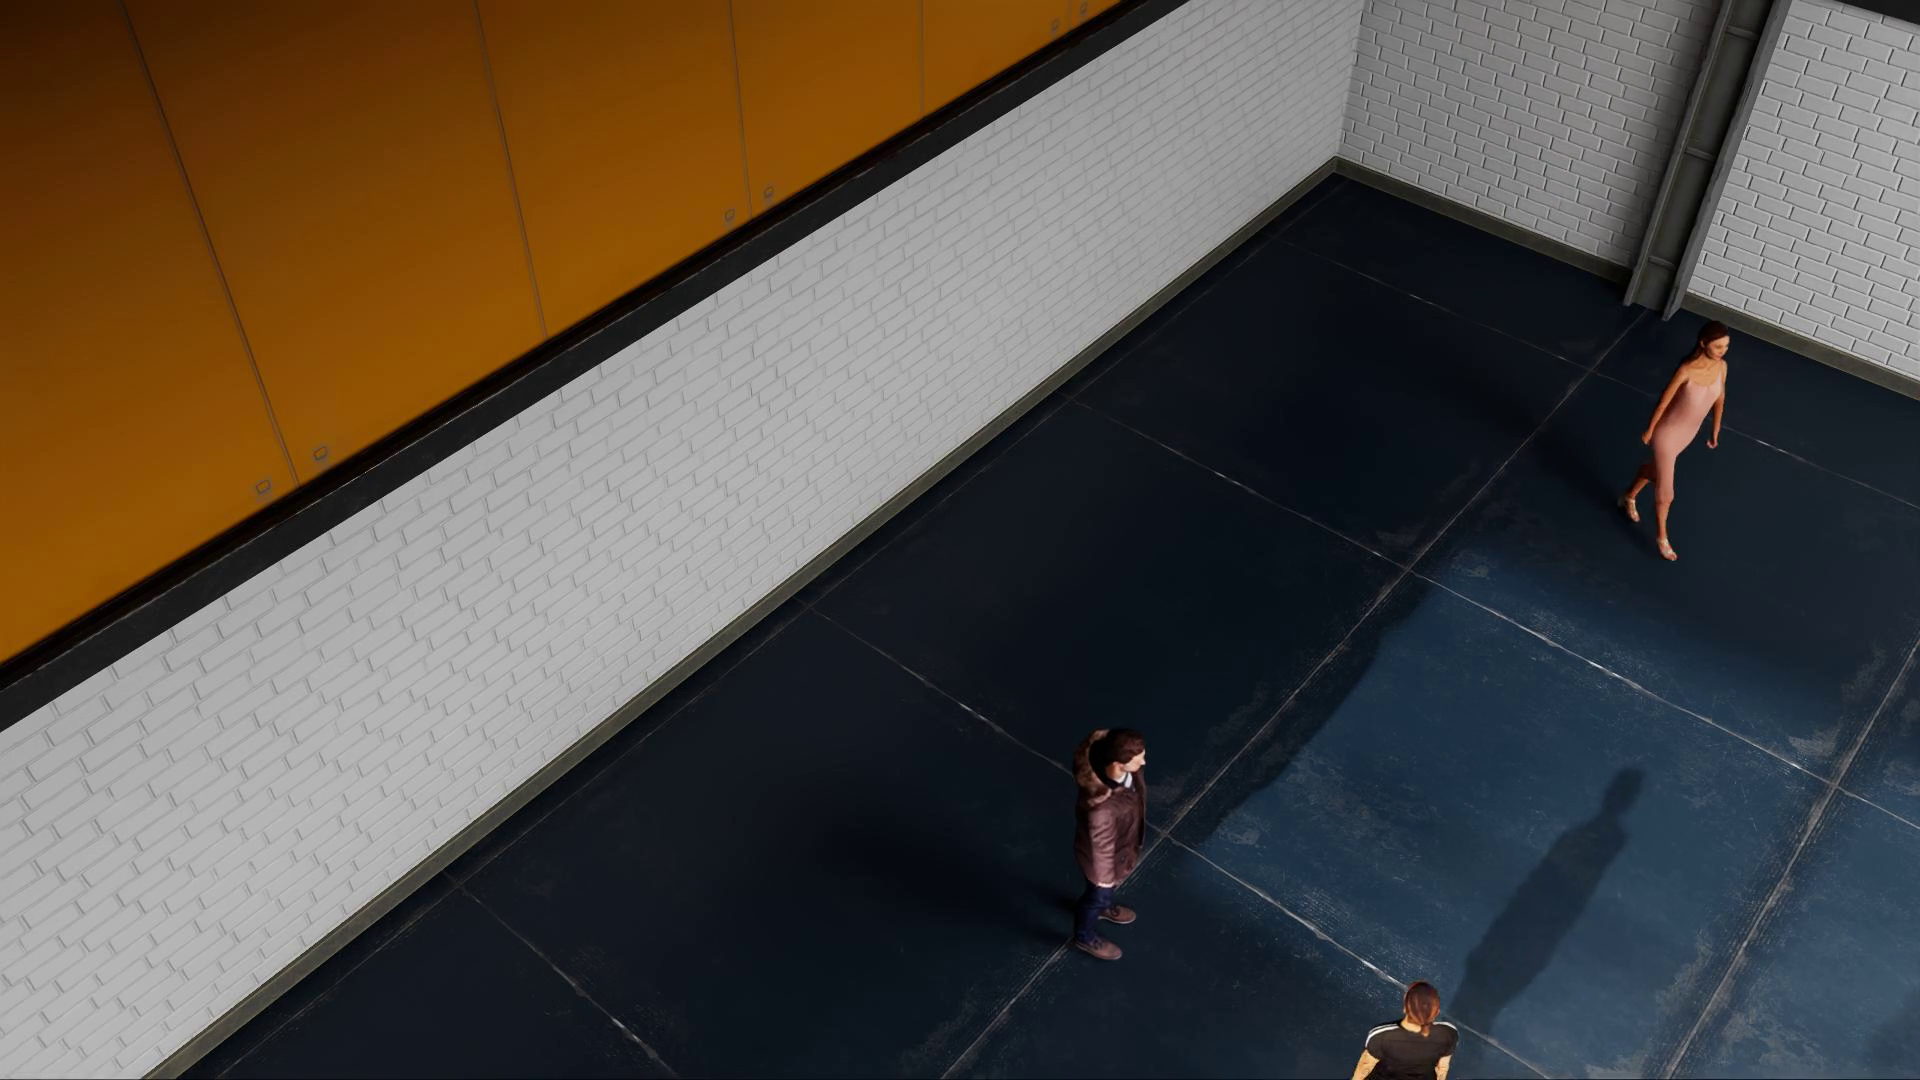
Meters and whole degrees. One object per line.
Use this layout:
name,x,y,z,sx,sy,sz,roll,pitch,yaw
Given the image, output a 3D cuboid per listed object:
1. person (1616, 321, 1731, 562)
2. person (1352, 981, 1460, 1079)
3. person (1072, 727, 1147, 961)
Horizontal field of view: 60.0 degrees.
person,4.914,-0.813,11.560,0.896,1.806,1.053,-15,46,-15
person,2.117,2.703,7.980,0.803,1.655,0.856,0,44,0
person,0.786,1.611,8.991,0.827,1.841,0.848,11,45,11
